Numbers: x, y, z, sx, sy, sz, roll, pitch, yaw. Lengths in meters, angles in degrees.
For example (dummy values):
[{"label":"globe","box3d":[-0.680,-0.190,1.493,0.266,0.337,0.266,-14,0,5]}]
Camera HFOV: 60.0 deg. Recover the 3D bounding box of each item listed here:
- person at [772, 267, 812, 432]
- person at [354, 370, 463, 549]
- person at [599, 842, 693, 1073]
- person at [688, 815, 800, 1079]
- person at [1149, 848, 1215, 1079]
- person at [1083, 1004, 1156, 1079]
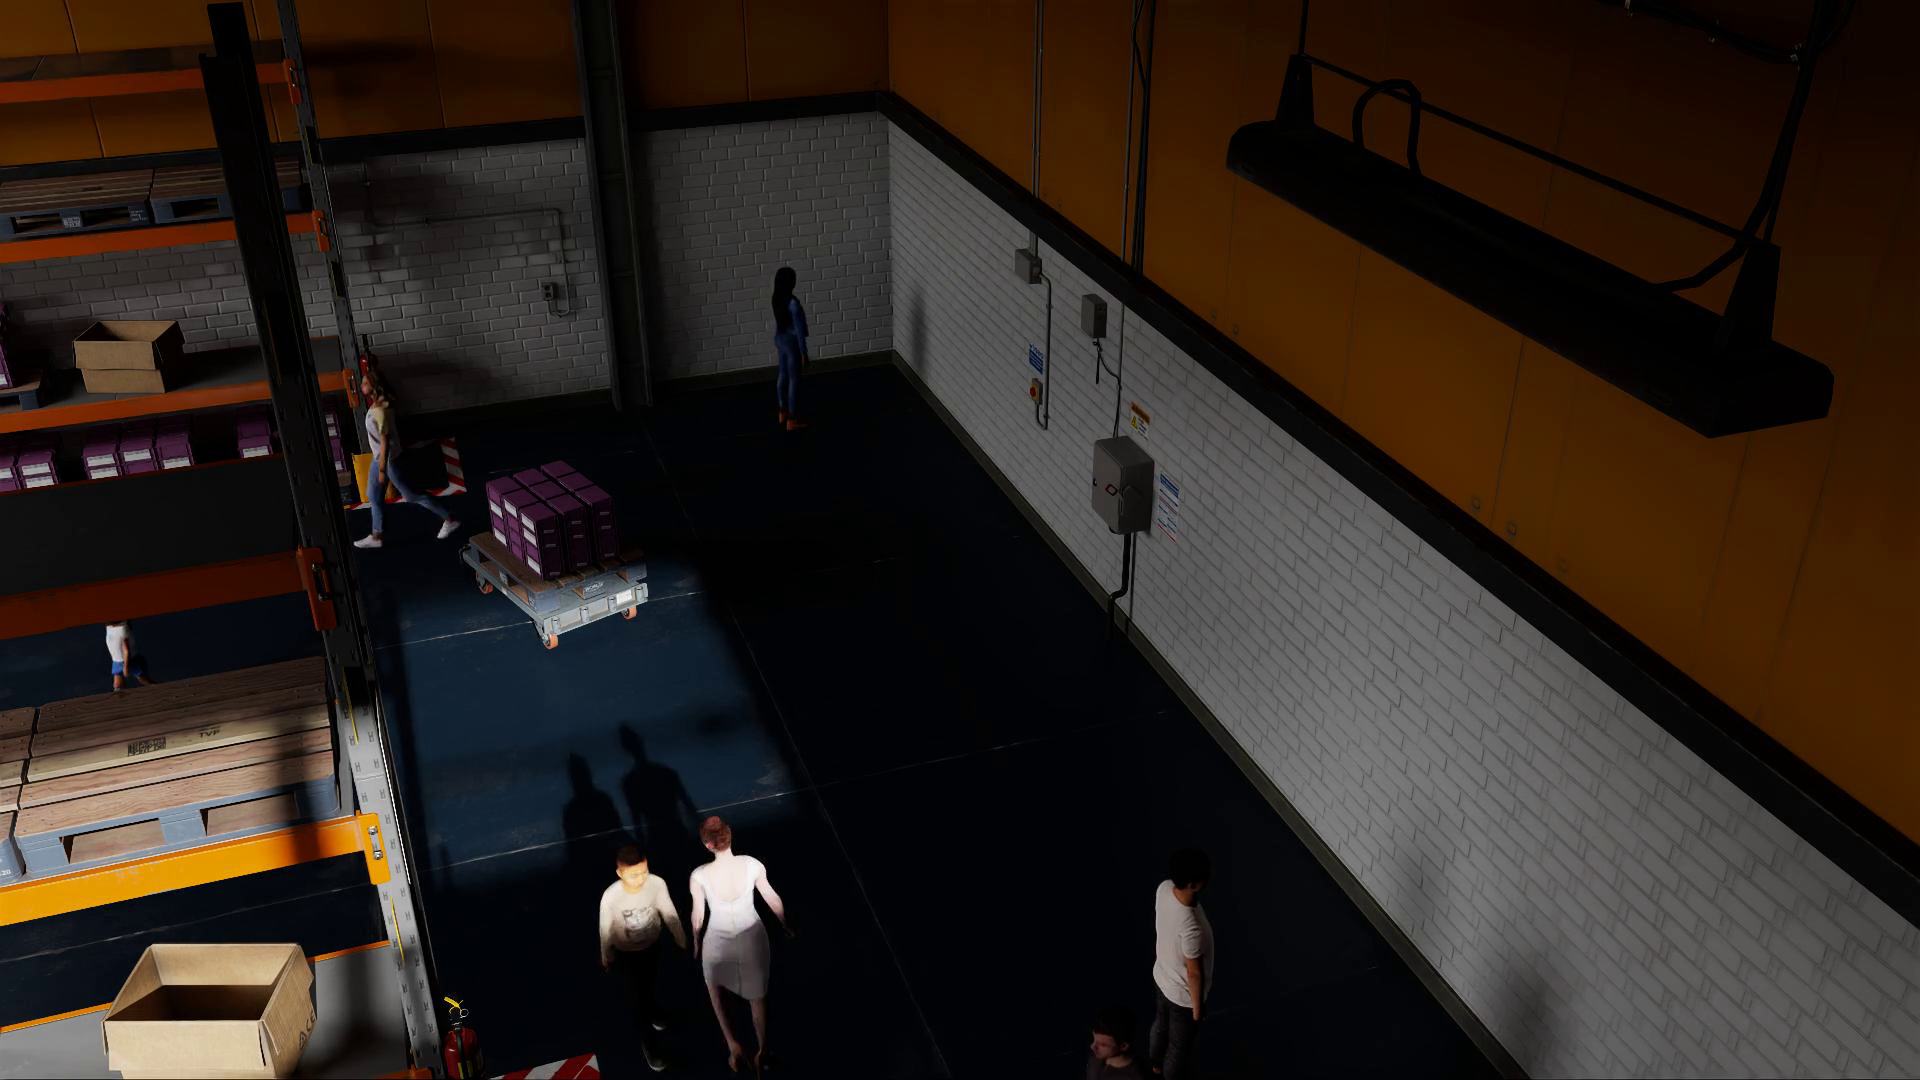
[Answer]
[{"label":"person","box3d":[-1.747,-1.949,16.921,0.601,1.710,0.659,-18,33,-29]},{"label":"person","box3d":[-4.899,-0.690,14.646,1.159,1.679,0.641,-10,30,-17]},{"label":"person","box3d":[-1.869,2.260,9.479,0.793,1.447,0.804,-24,37,-37]},{"label":"person","box3d":[-1.240,2.278,9.096,0.594,1.783,0.841,0,29,0]},{"label":"person","box3d":[1.189,2.364,9.001,0.550,1.722,0.641,-7,29,-13]},{"label":"person","box3d":[0.862,2.869,7.962,0.641,1.832,0.649,-11,30,-19]}]
